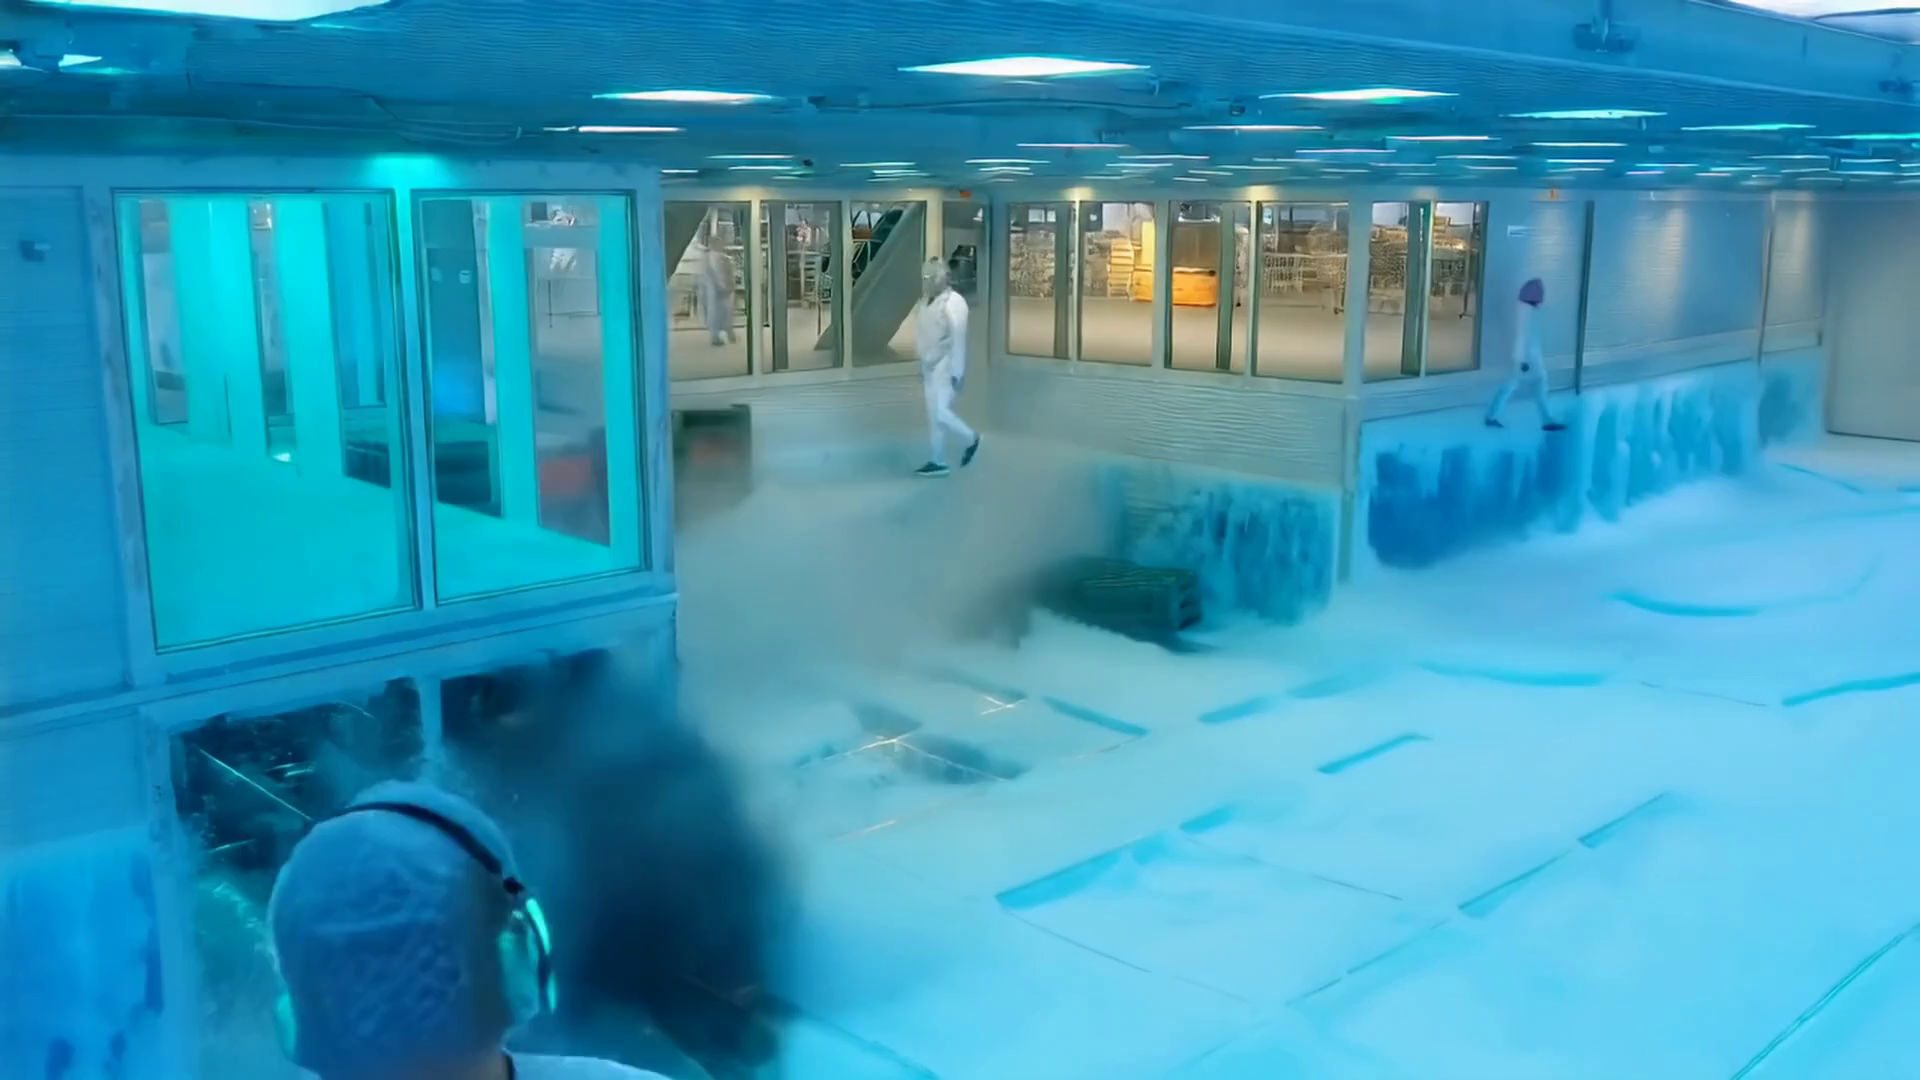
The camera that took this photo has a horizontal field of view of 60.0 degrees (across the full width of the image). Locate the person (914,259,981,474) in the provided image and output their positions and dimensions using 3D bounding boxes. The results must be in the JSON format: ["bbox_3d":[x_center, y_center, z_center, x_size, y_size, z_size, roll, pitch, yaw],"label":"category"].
[{"bbox_3d":[-0.156,-1.508,14.556,0.476,1.888,0.661,-7,13,-32],"label":"person"}]

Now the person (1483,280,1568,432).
[{"bbox_3d":[5.908,-1.915,17.357,0.841,1.589,0.512,1,11,7],"label":"person"}]

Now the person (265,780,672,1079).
[{"bbox_3d":[-0.453,1.102,1.609,0.512,1.845,0.583,-1,11,-5],"label":"person"}]
